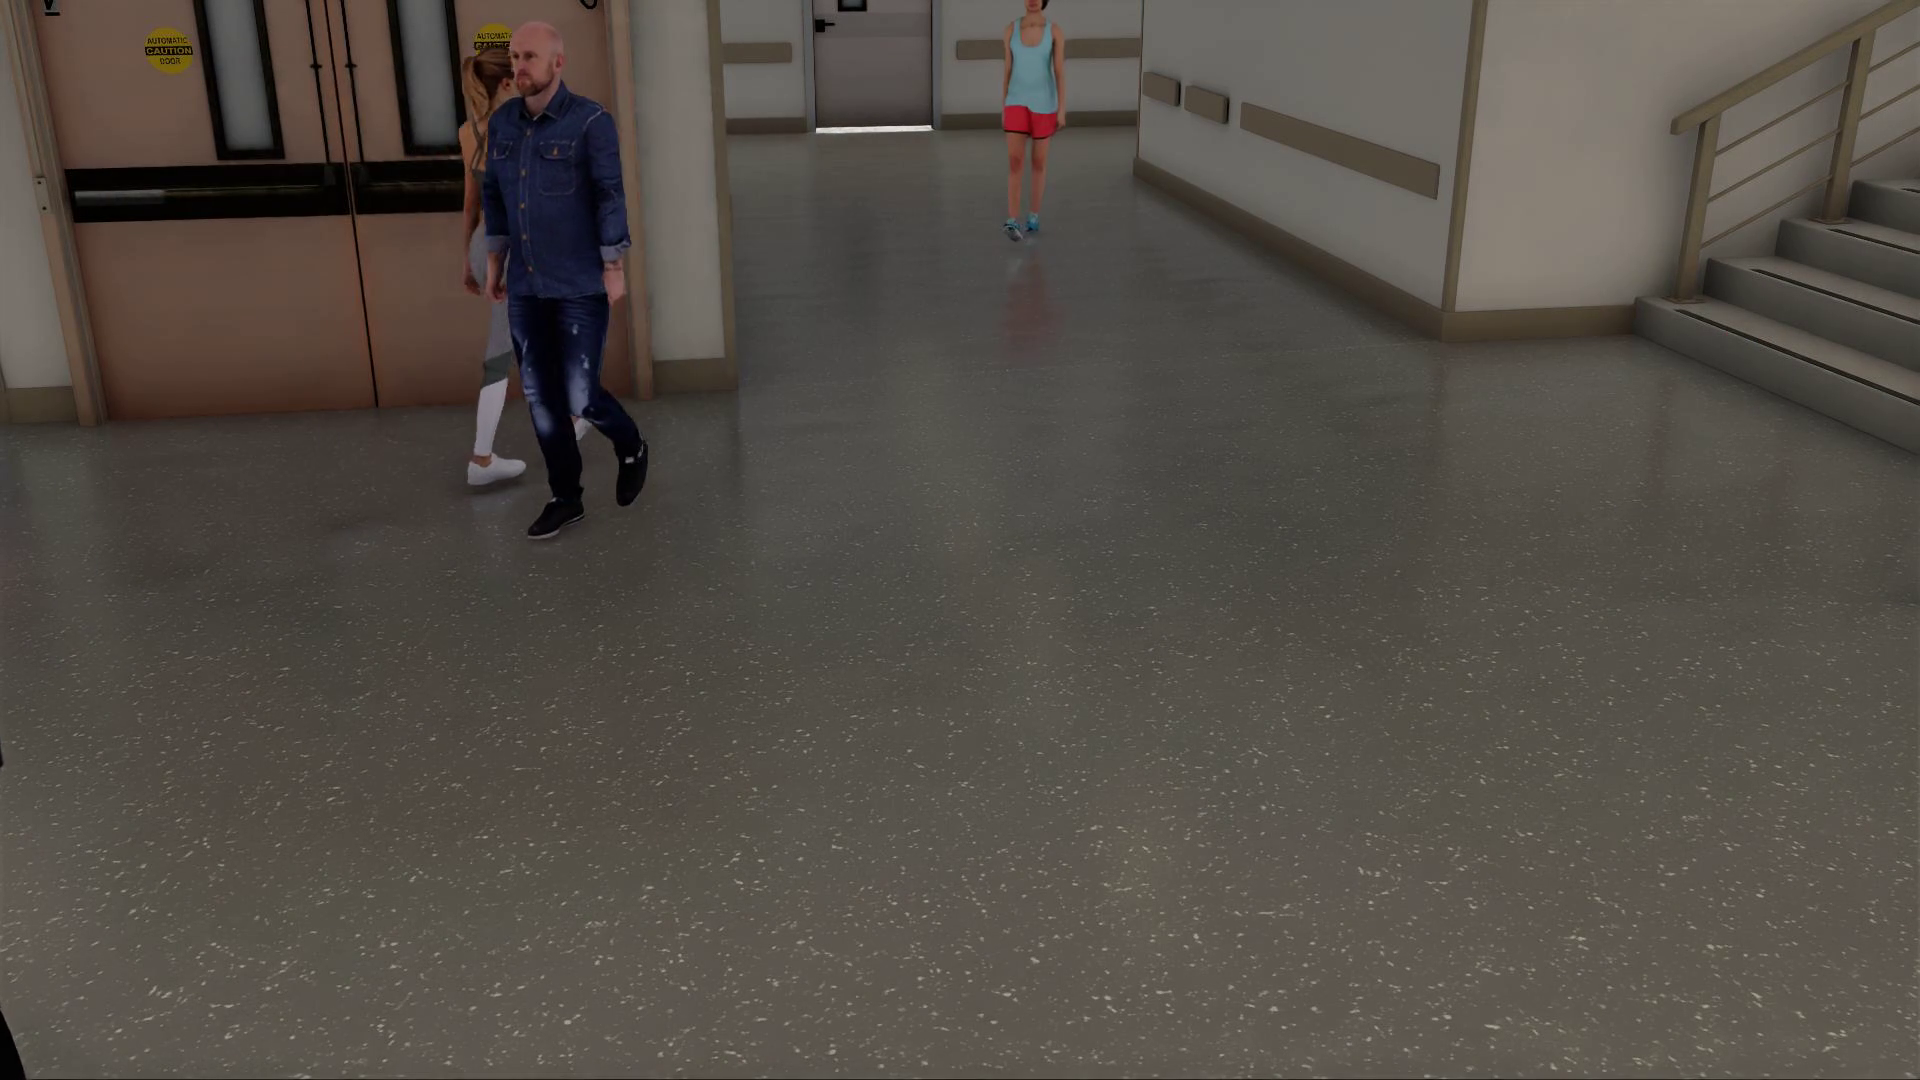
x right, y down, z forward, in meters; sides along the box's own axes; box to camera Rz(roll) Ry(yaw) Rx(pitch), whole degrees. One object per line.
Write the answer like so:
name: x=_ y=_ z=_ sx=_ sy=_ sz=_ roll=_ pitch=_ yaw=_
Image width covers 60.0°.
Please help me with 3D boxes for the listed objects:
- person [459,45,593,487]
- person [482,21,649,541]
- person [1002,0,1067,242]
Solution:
person: x=-1.836 y=-1.025 z=6.482 sx=1.001 sy=1.667 sz=1.087 roll=15 pitch=25 yaw=34
person: x=-1.407 y=-0.915 z=5.990 sx=0.903 sy=1.810 sz=0.971 roll=9 pitch=23 yaw=23
person: x=0.507 y=-2.949 z=11.480 sx=1.141 sy=1.724 sz=0.945 roll=4 pitch=21 yaw=10
